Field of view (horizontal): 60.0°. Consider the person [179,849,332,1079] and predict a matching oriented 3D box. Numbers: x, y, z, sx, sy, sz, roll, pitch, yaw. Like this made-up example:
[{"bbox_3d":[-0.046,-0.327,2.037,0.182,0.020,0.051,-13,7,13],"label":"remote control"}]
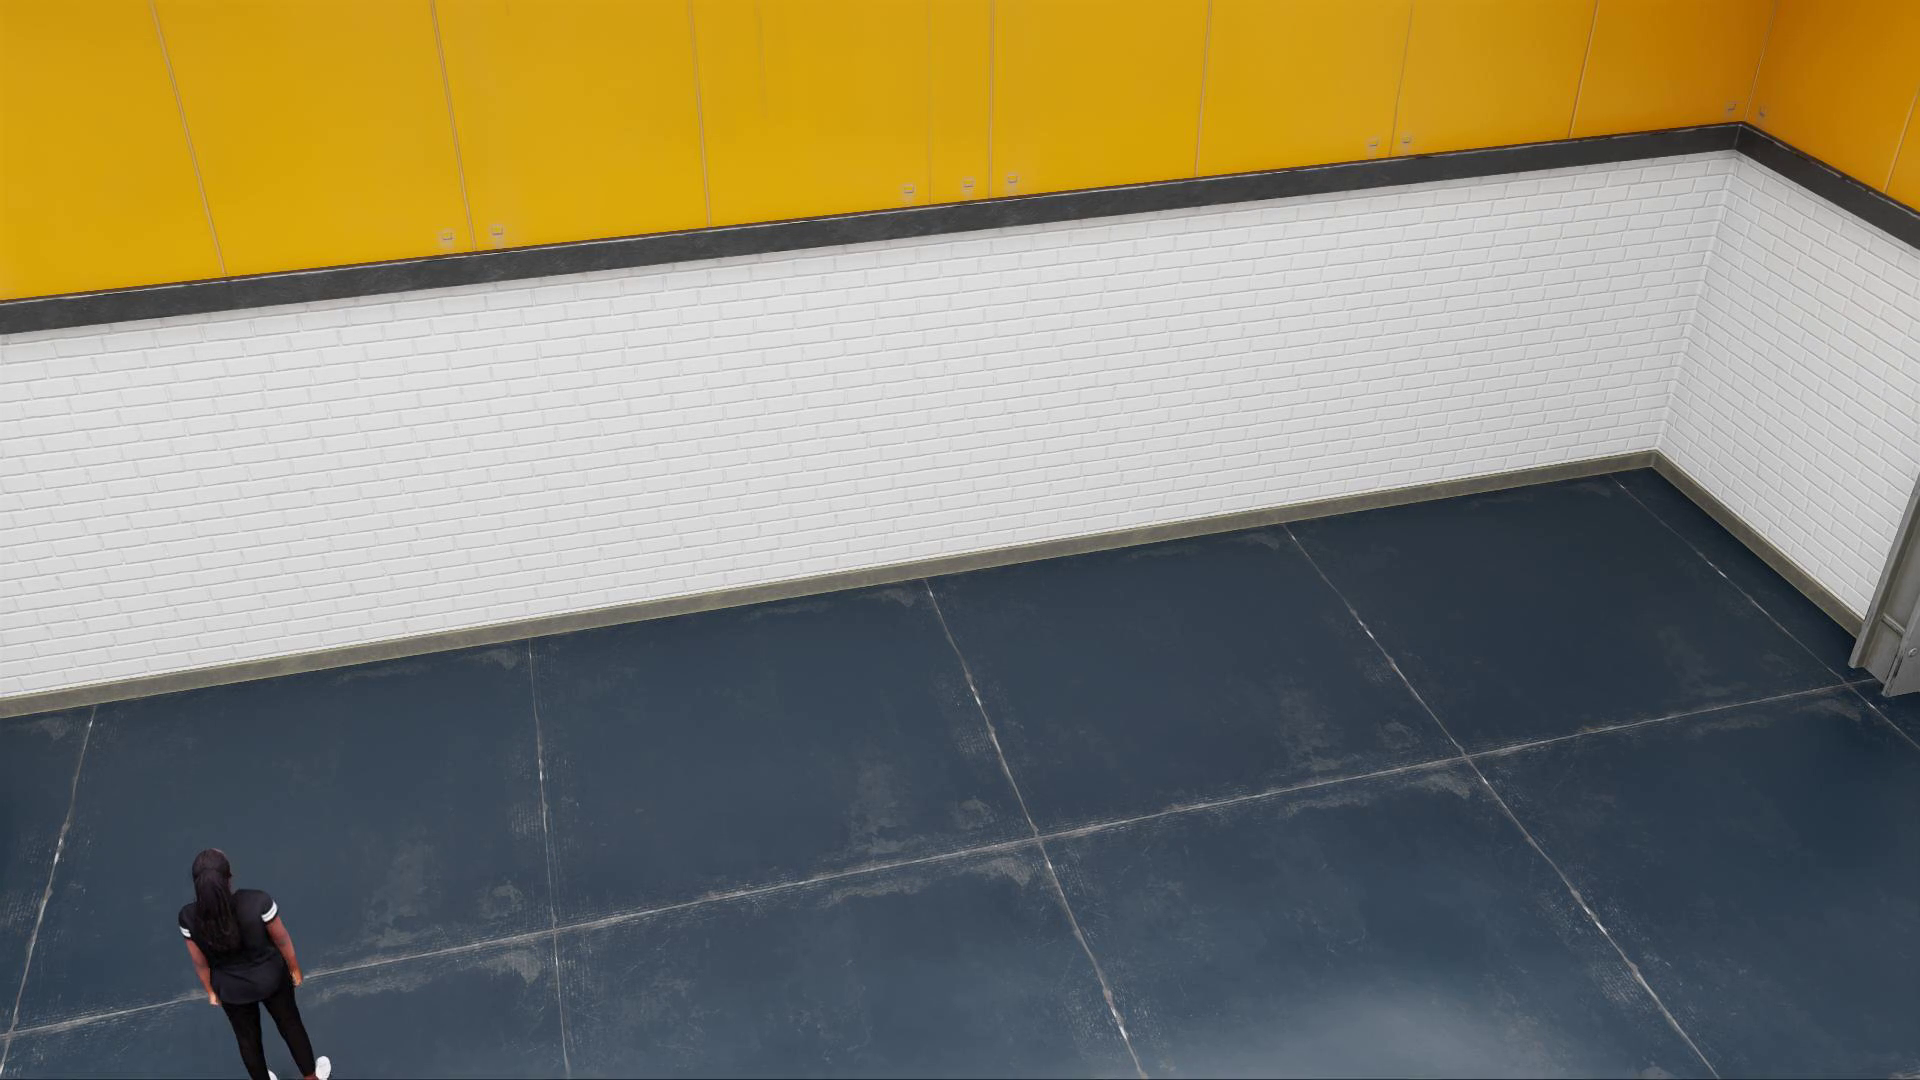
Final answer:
[{"bbox_3d":[-3.581,2.223,8.405,0.605,1.730,0.547,-9,35,-14],"label":"person"}]
